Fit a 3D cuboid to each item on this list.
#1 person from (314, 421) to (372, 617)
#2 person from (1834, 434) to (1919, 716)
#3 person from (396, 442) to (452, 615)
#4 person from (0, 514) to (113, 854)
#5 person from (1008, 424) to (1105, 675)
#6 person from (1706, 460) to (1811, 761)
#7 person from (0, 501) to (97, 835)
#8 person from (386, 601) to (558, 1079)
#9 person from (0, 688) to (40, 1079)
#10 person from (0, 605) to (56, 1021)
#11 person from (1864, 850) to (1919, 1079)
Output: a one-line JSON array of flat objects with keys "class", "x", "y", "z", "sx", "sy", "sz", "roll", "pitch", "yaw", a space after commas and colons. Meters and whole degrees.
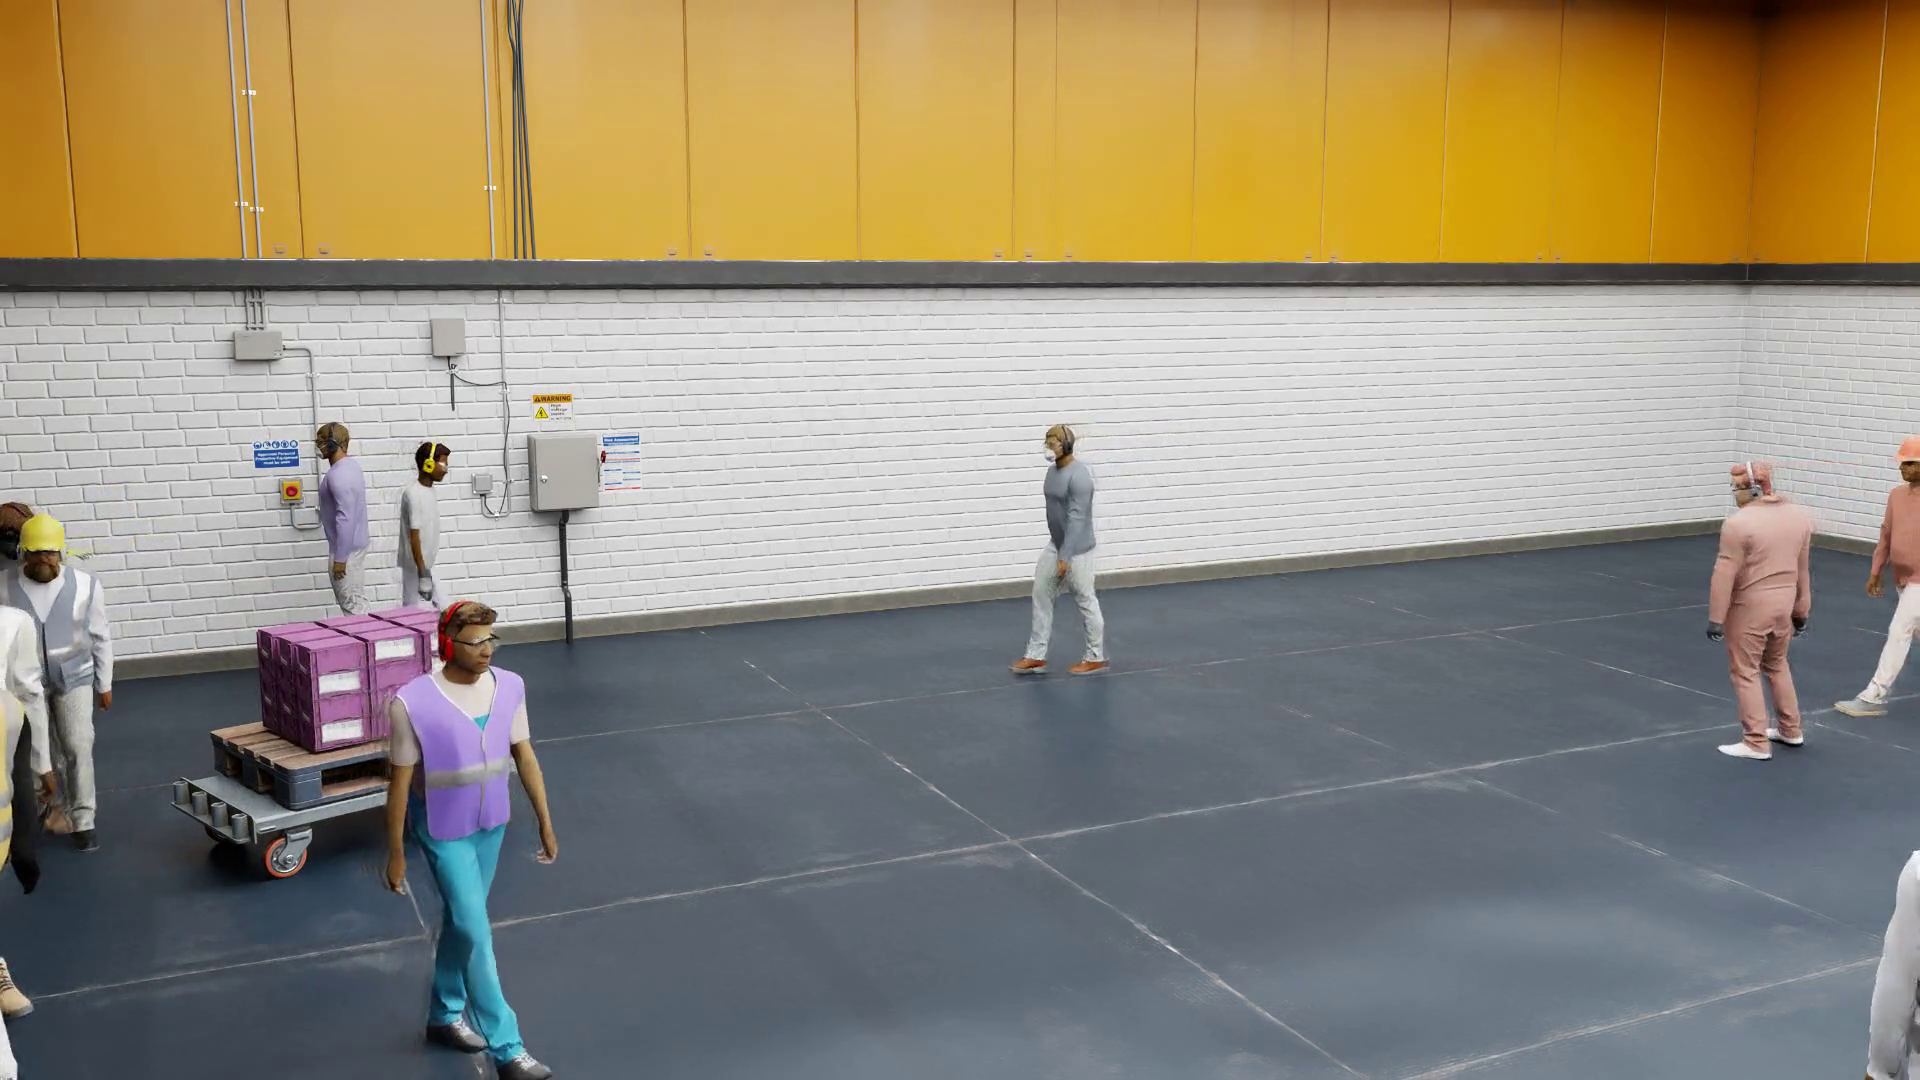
[{"class": "person", "x": -4.562, "y": 0.087, "z": 12.343, "sx": 0.355, "sy": 1.937, "sz": 0.635, "roll": -2, "pitch": 9, "yaw": -14}, {"class": "person", "x": 6.567, "y": 0.239, "z": 11.416, "sx": 1.037, "sy": 1.944, "sz": 0.648, "roll": -1, "pitch": 9, "yaw": -6}, {"class": "person", "x": -3.745, "y": 0.213, "z": 11.902, "sx": 0.914, "sy": 1.817, "sz": 0.568, "roll": 0, "pitch": 9, "yaw": 0}, {"class": "person", "x": -4.802, "y": 0.748, "z": 8.768, "sx": 0.610, "sy": 1.808, "sz": 0.644, "roll": -5, "pitch": 10, "yaw": -28}, {"class": "person", "x": 0.724, "y": 0.096, "z": 12.390, "sx": 0.868, "sy": 1.905, "sz": 0.642, "roll": -4, "pitch": 10, "yaw": -25}, {"class": "person", "x": 4.963, "y": 0.438, "z": 10.364, "sx": 0.749, "sy": 1.879, "sz": 0.407, "roll": -4, "pitch": 10, "yaw": -22}, {"class": "person", "x": -4.997, "y": 0.691, "z": 8.969, "sx": 0.651, "sy": 1.819, "sz": 0.526, "roll": 1, "pitch": 9, "yaw": 9}, {"class": "person", "x": -1.772, "y": 1.129, "z": 6.263, "sx": 0.896, "sy": 1.803, "sz": 0.603, "roll": 6, "pitch": 11, "yaw": 32}, {"class": "person", "x": -3.733, "y": 1.173, "z": 6.012, "sx": 0.827, "sy": 1.805, "sz": 0.630, "roll": 3, "pitch": 10, "yaw": 16}, {"class": "person", "x": -4.176, "y": 0.924, "z": 6.952, "sx": 0.954, "sy": 2.009, "sz": 0.601, "roll": 7, "pitch": 12, "yaw": 38}, {"class": "person", "x": 2.674, "y": 1.434, "z": 4.248, "sx": 0.586, "sy": 1.859, "sz": 0.874, "roll": 2, "pitch": 9, "yaw": 11}]
